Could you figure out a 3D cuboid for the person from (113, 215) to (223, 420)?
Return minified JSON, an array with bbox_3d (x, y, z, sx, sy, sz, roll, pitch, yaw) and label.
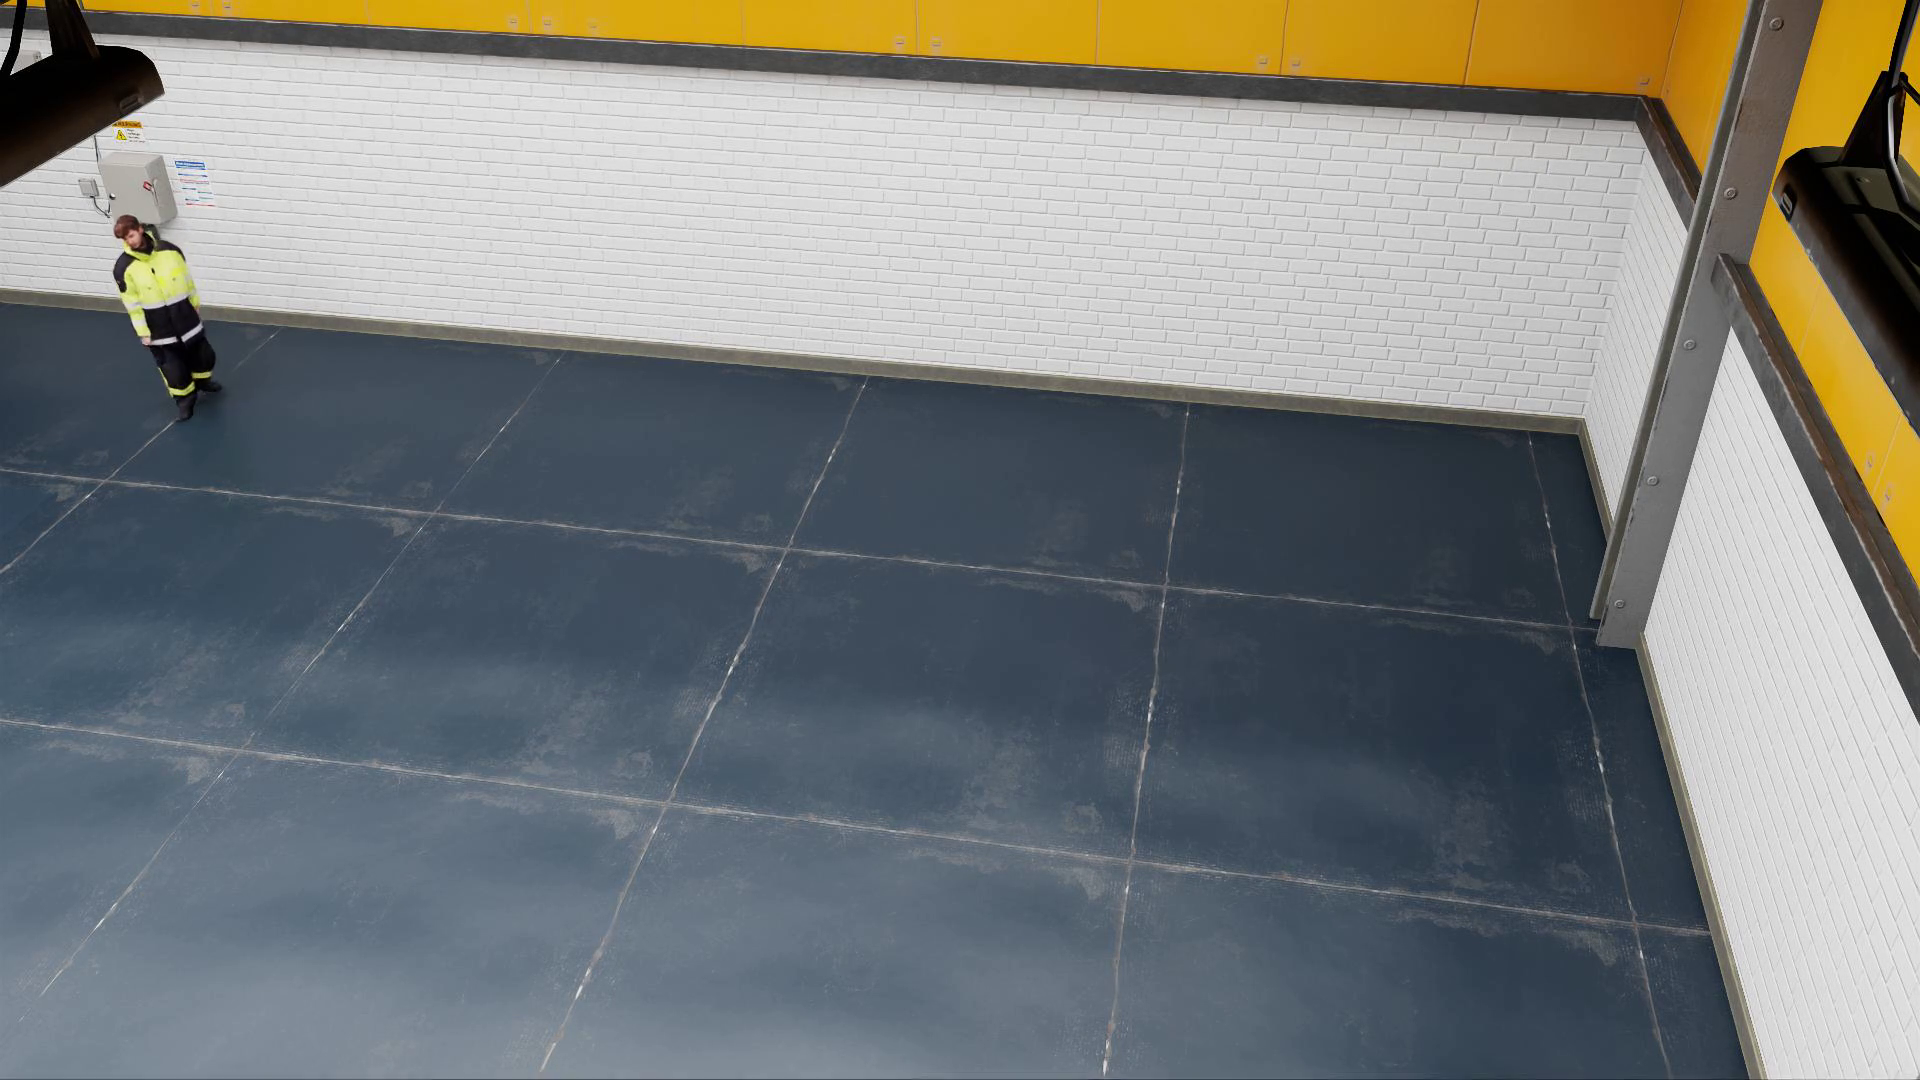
[{"bbox_3d":[-6.932,-1.982,14.548,1.100,1.941,0.968,17,37,23],"label":"person"}]
